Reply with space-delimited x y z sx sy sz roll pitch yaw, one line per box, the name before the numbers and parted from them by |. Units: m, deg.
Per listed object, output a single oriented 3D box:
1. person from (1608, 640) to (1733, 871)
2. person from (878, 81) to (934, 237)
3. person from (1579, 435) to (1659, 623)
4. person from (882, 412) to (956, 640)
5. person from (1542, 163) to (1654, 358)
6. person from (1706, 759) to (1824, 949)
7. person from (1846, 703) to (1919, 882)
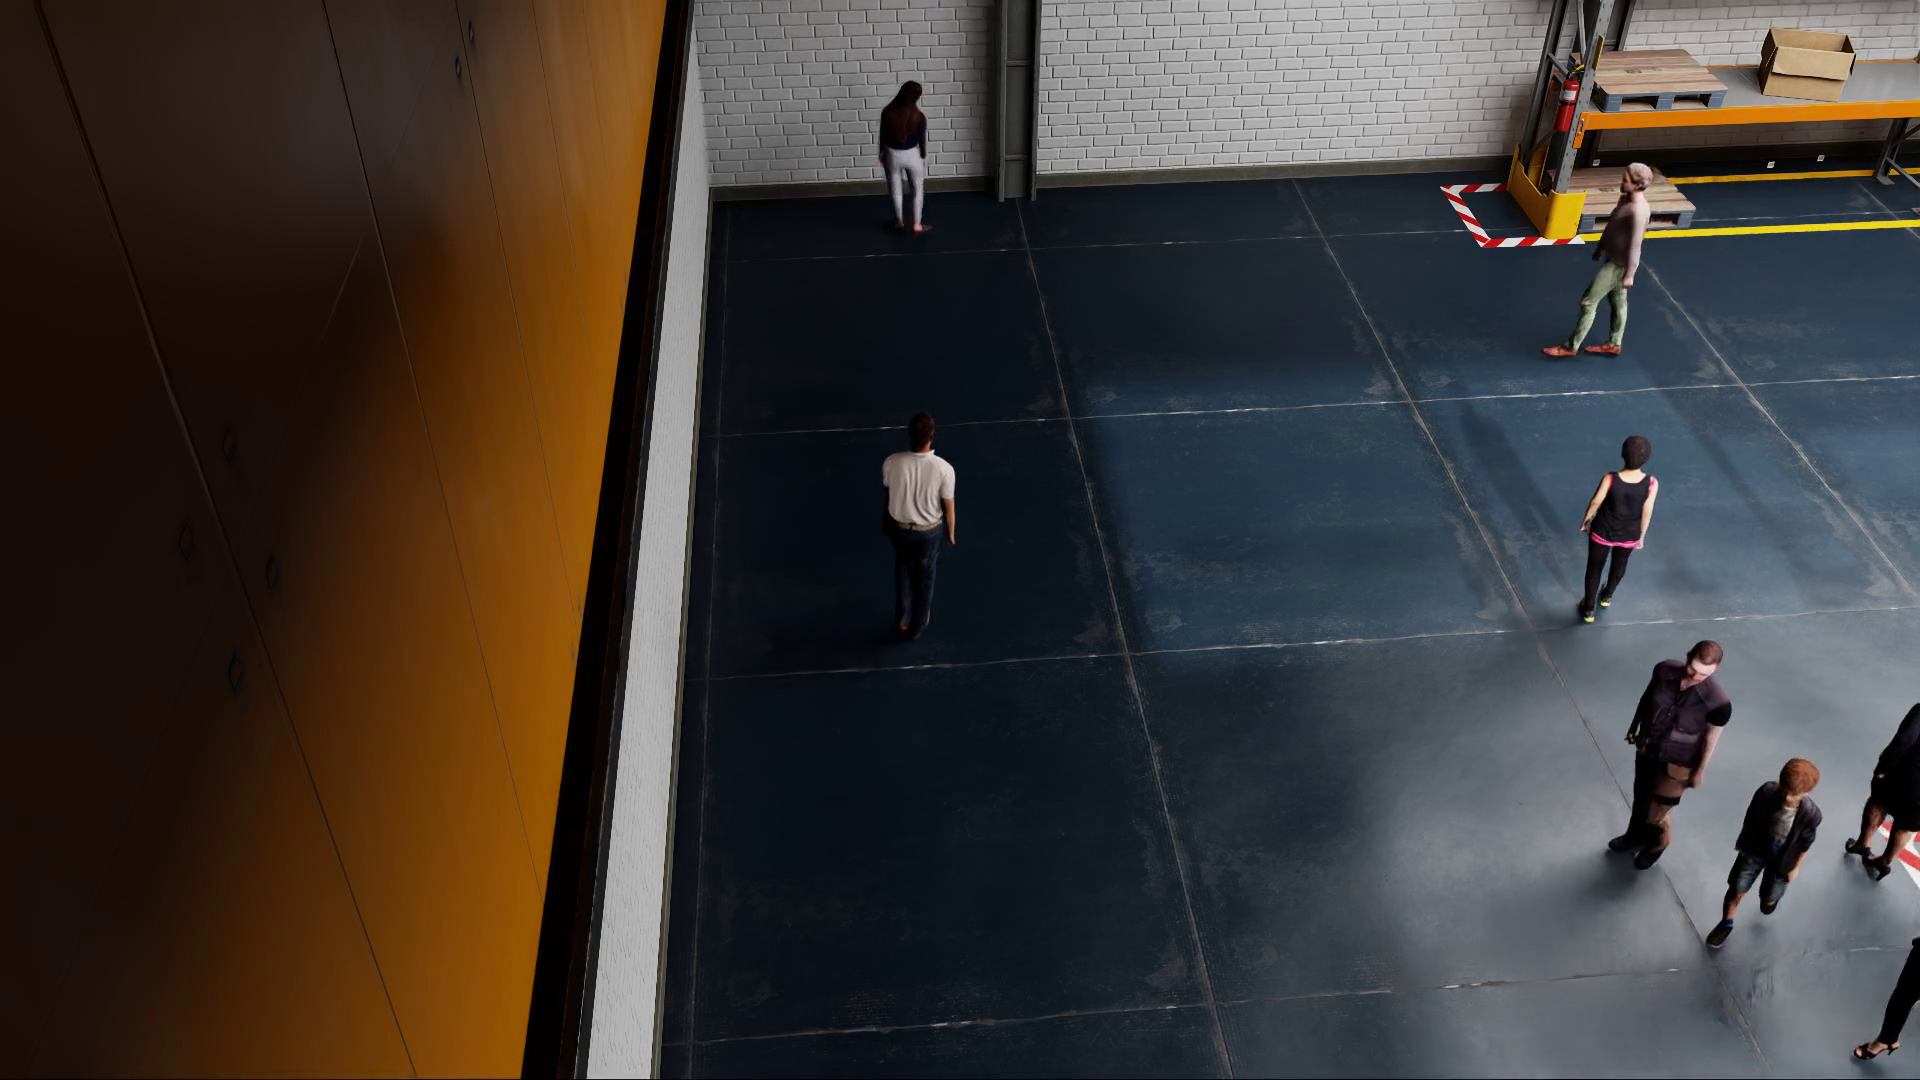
person | 4.330 1.228 9.978 0.769 1.820 0.778 -17 42 -20
person | -0.592 -3.765 16.411 0.493 1.594 0.752 -10 40 -12
person | 4.650 -0.038 11.785 0.693 1.542 0.737 9 39 11
person | -0.332 0.000 11.503 0.760 1.835 0.840 8 39 10
person | 5.821 -2.389 14.482 1.023 1.851 0.847 6 39 7
person | 4.704 1.780 9.597 0.819 1.432 0.894 31 48 33
person | 5.710 1.452 9.835 0.698 1.648 0.859 4 39 5
